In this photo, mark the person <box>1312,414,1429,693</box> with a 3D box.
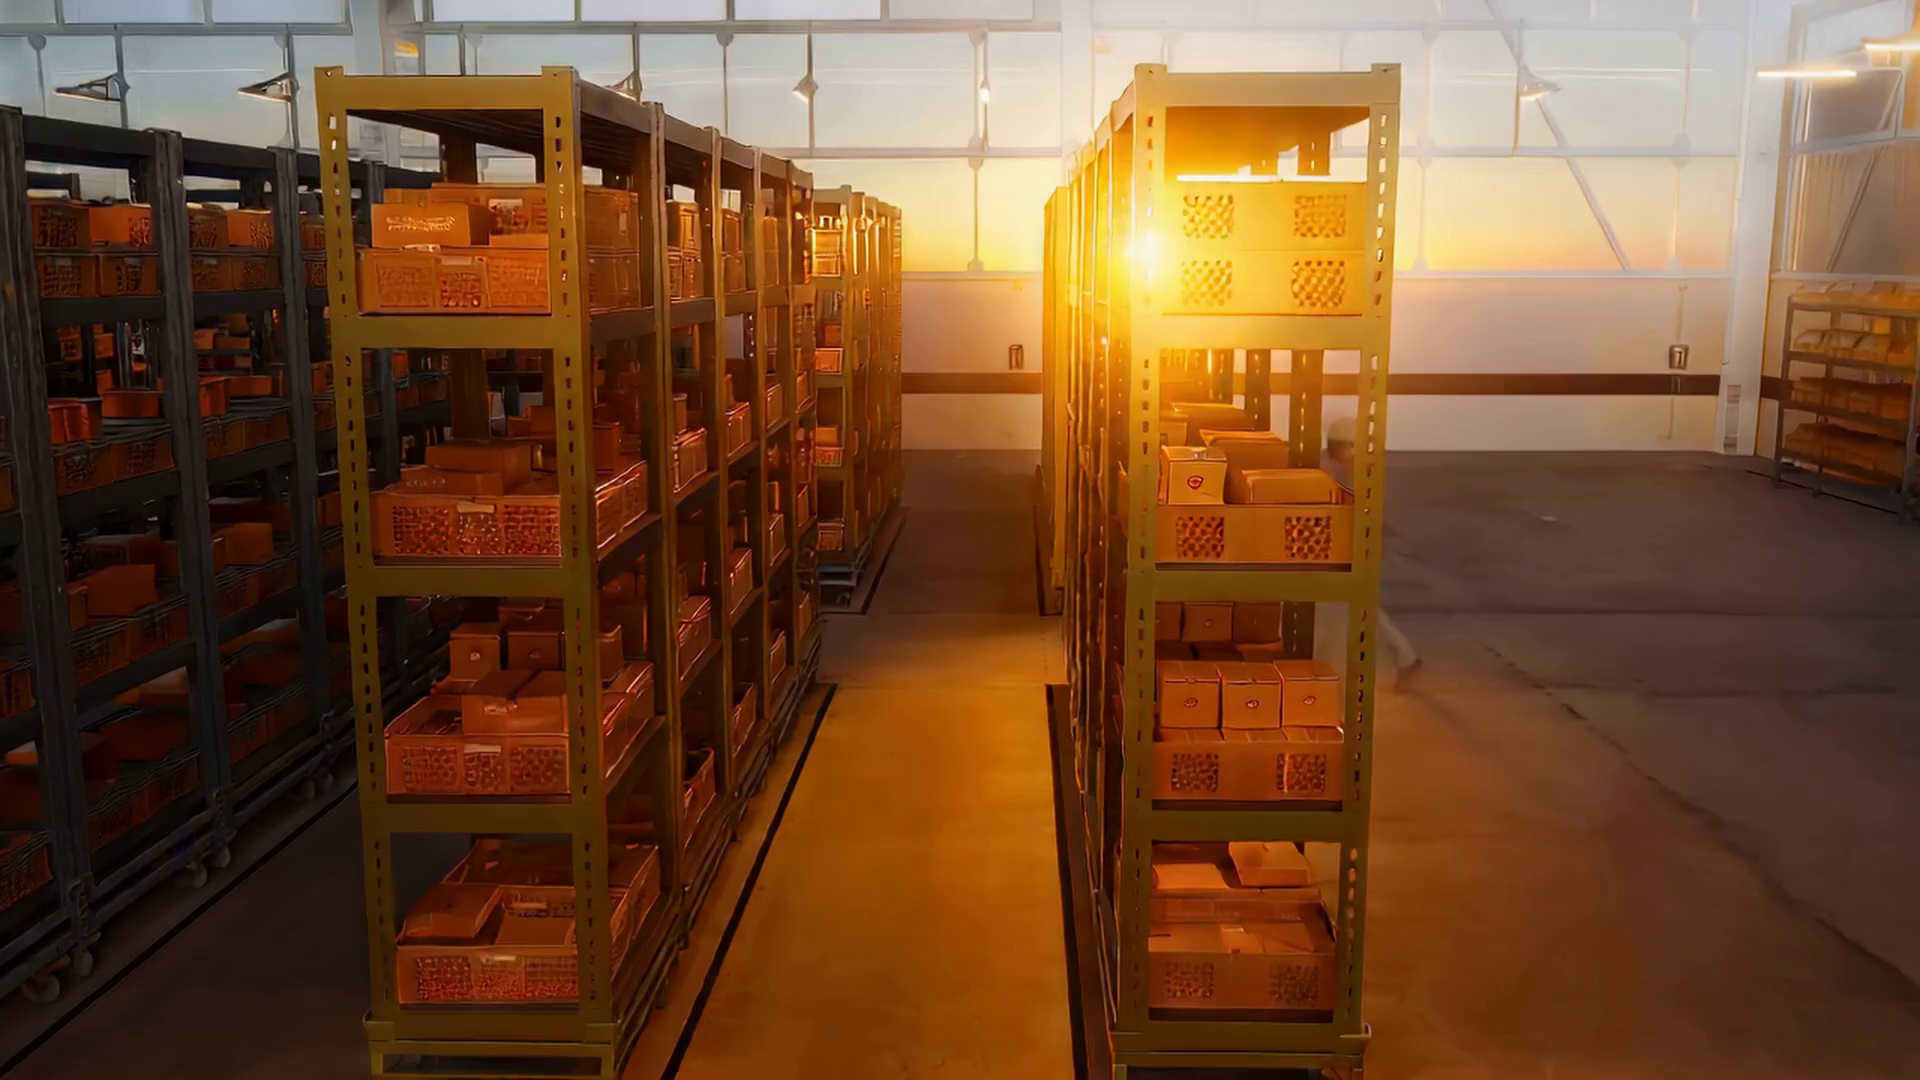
[{"bbox_3d":[2.772,0.107,11.477,0.929,1.967,0.600,5,11,25],"label":"person"}]
